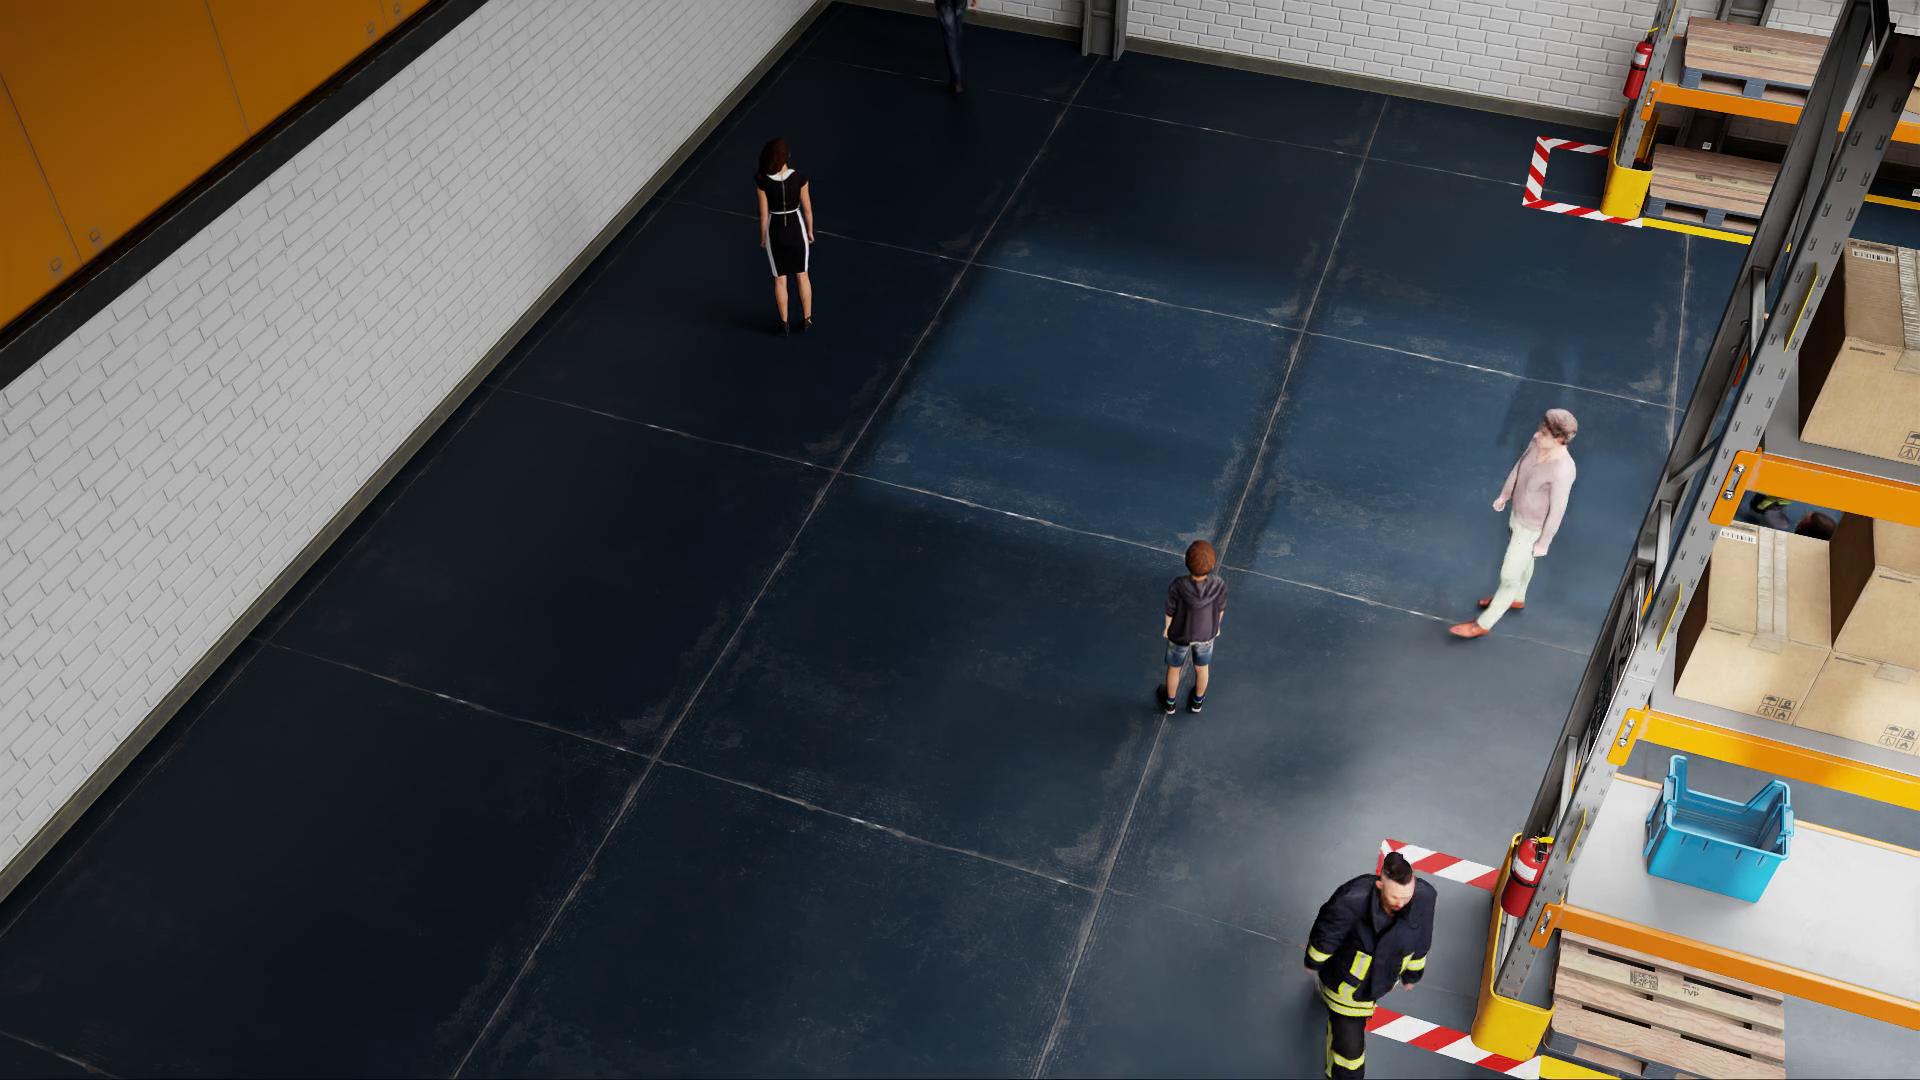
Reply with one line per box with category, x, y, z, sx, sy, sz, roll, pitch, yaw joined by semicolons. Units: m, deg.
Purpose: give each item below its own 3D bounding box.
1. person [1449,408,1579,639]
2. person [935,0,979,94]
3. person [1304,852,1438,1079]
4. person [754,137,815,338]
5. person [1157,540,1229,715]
person;3.820;-0.130;10.994;0.975;1.869;0.869;-3;44;-3
person;-0.072;-5.357;16.527;1.255;1.804;1.162;-7;44;-8
person;2.096;2.099;8.683;1.229;1.829;1.185;-7;44;-7
person;-1.408;-2.440;13.472;0.600;1.795;0.719;-7;44;-8
person;1.474;0.560;10.575;0.567;1.447;0.669;-2;44;-2
